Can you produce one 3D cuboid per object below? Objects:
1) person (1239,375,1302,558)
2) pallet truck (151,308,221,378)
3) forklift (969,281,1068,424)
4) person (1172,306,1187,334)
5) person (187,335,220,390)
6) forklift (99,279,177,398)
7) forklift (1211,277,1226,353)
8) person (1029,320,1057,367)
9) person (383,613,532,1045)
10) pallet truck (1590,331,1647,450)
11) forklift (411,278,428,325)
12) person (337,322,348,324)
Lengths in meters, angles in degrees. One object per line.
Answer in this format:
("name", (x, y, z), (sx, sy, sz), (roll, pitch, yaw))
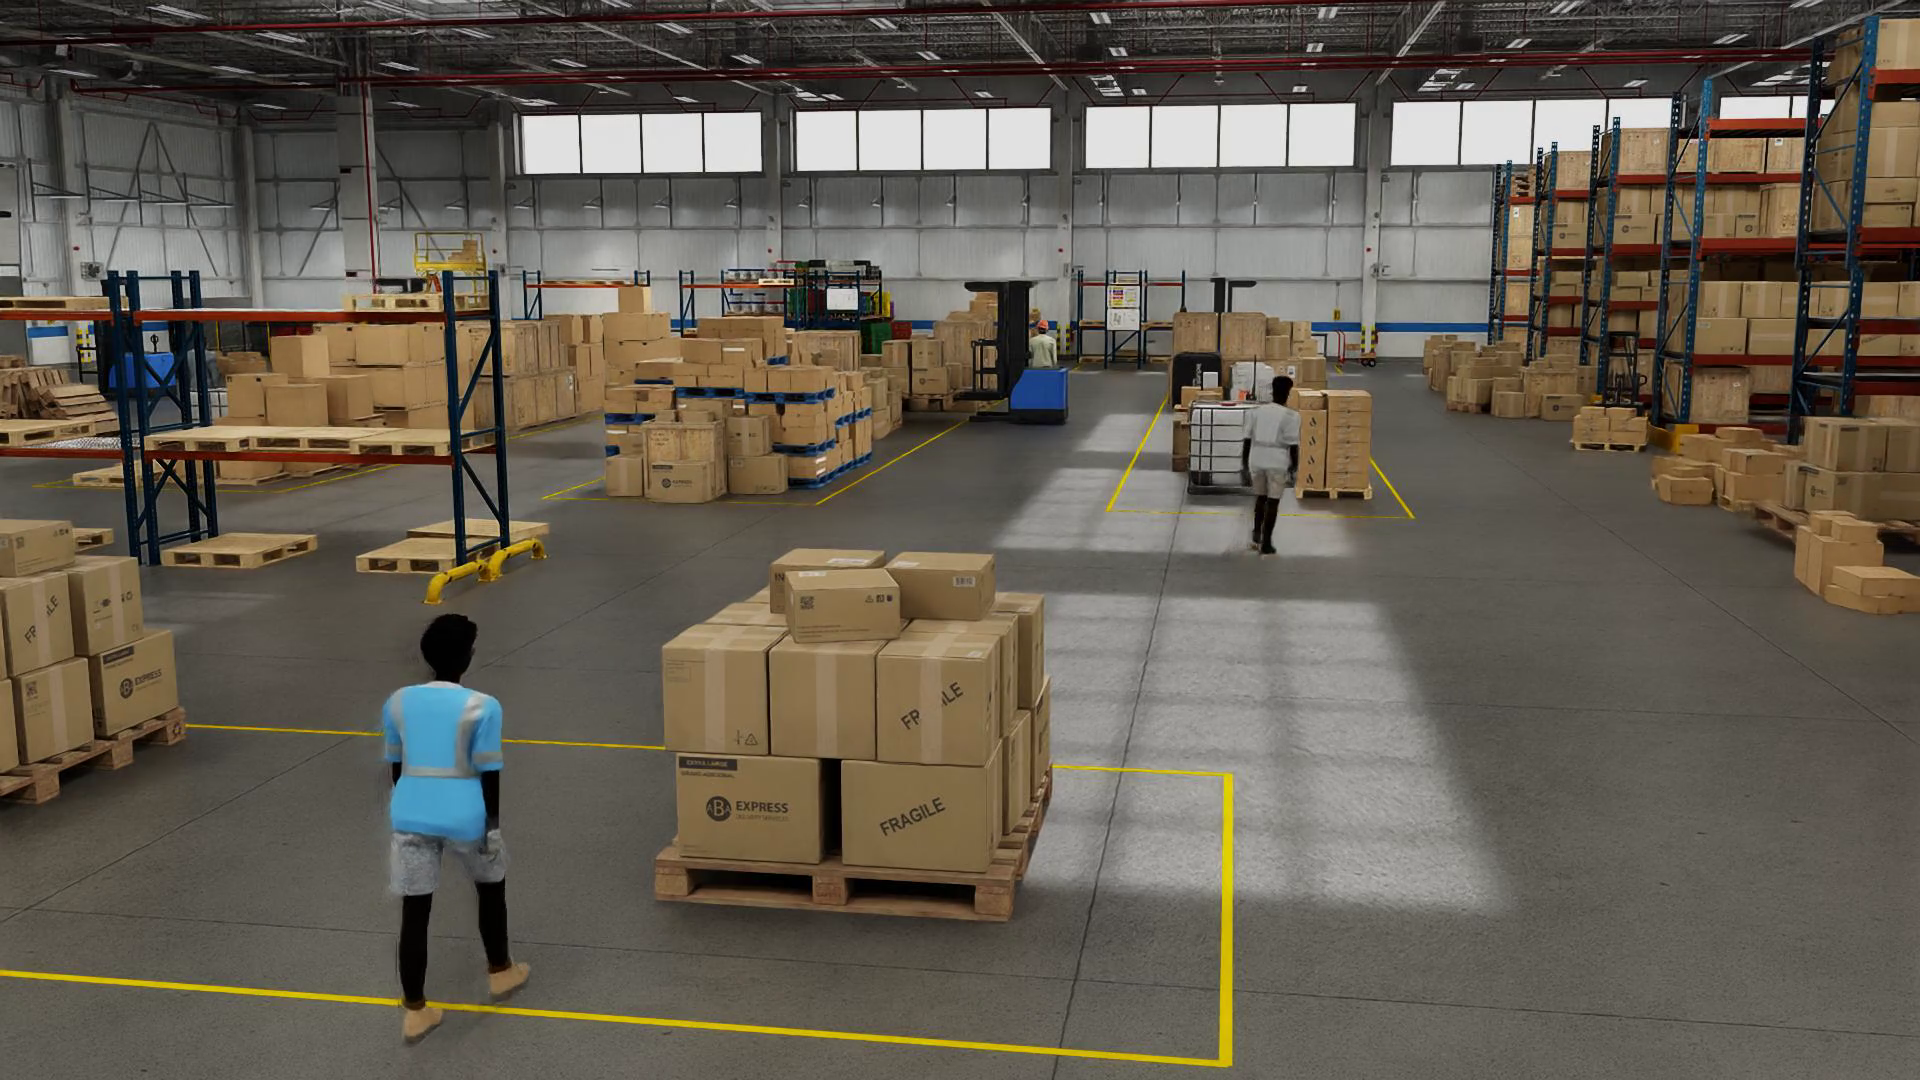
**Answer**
("person", (3.298, -0.786, 17.674), (0.634, 1.928, 0.555), (6, 11, 34))
("pallet truck", (-21.869, -5.598, 47.154), (0.823, 1.965, 1.885), (4, 10, 26))
("forklift", (1.194, -3.753, 33.059), (1.873, 2.768, 1.129), (1, 9, 9))
("person", (6.834, -6.196, 51.021), (0.635, 1.939, 0.359), (1, 9, 9))
("person", (-13.211, -2.634, 29.054), (0.635, 1.938, 0.359), (1, 9, 9))
("forklift", (-19.606, -4.720, 39.027), (1.873, 2.768, 1.129), (1, 9, 9))
("forklift", (7.520, -6.242, 48.411), (1.873, 2.768, 1.129), (1, 9, 9))
("person", (1.735, -3.626, 35.000), (0.622, 1.993, 0.384), (1, 9, 9))
("person", (-2.068, 1.125, 6.731), (0.540, 1.645, 0.744), (1, 9, 8))
("pallet truck", (11.253, -2.573, 28.499), (0.823, 1.965, 1.885), (5, 10, 27))
("forklift", (-14.304, -5.537, 44.063), (1.873, 2.768, 1.129), (-3, 10, -17))
("person", (-18.717, -6.176, 50.901), (0.635, 1.938, 0.359), (1, 9, 9))
